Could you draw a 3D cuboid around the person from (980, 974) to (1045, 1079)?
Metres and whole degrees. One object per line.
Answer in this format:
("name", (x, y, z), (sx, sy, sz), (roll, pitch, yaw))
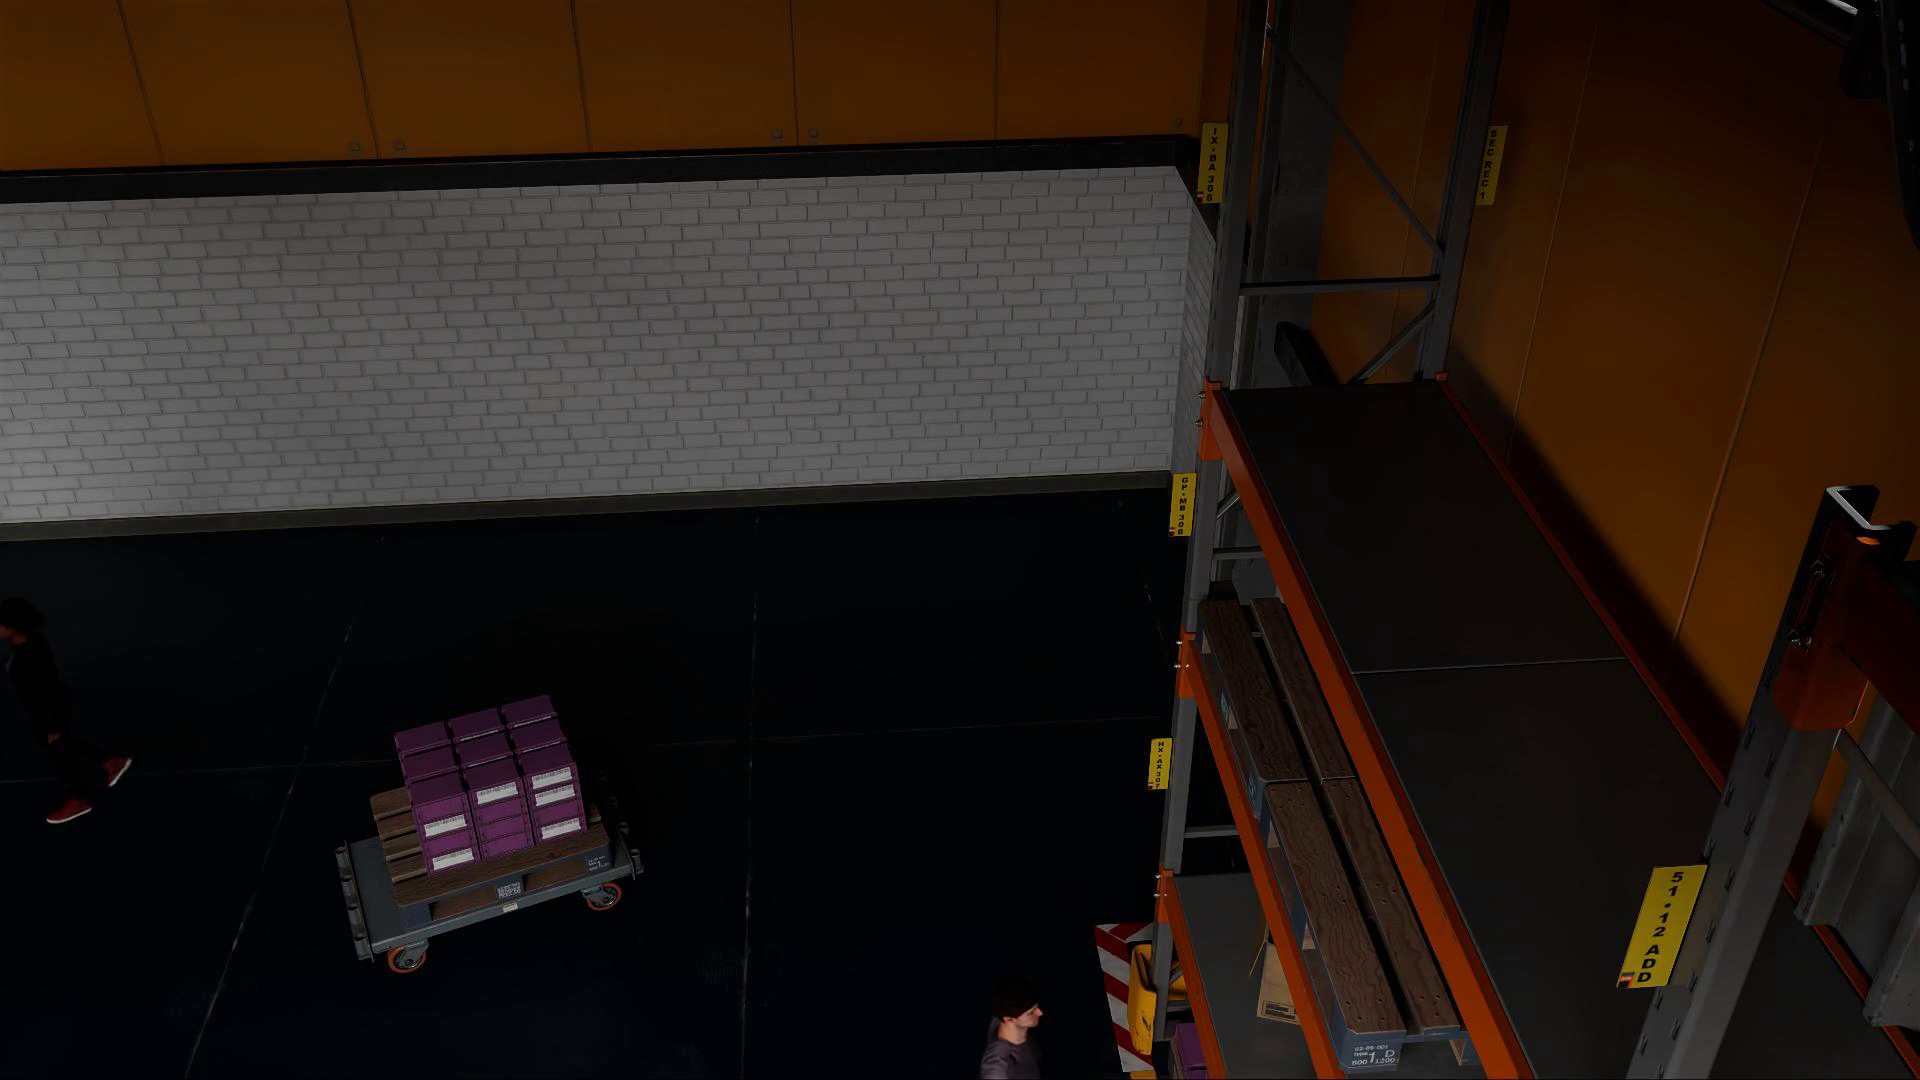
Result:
("person", (0.231, 2.672, 7.662), (0.780, 1.853, 0.567), (5, 34, 7))

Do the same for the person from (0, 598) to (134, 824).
("person", (-5.573, 1.023, 10.314), (0.853, 1.663, 0.853), (-18, 38, -25))
